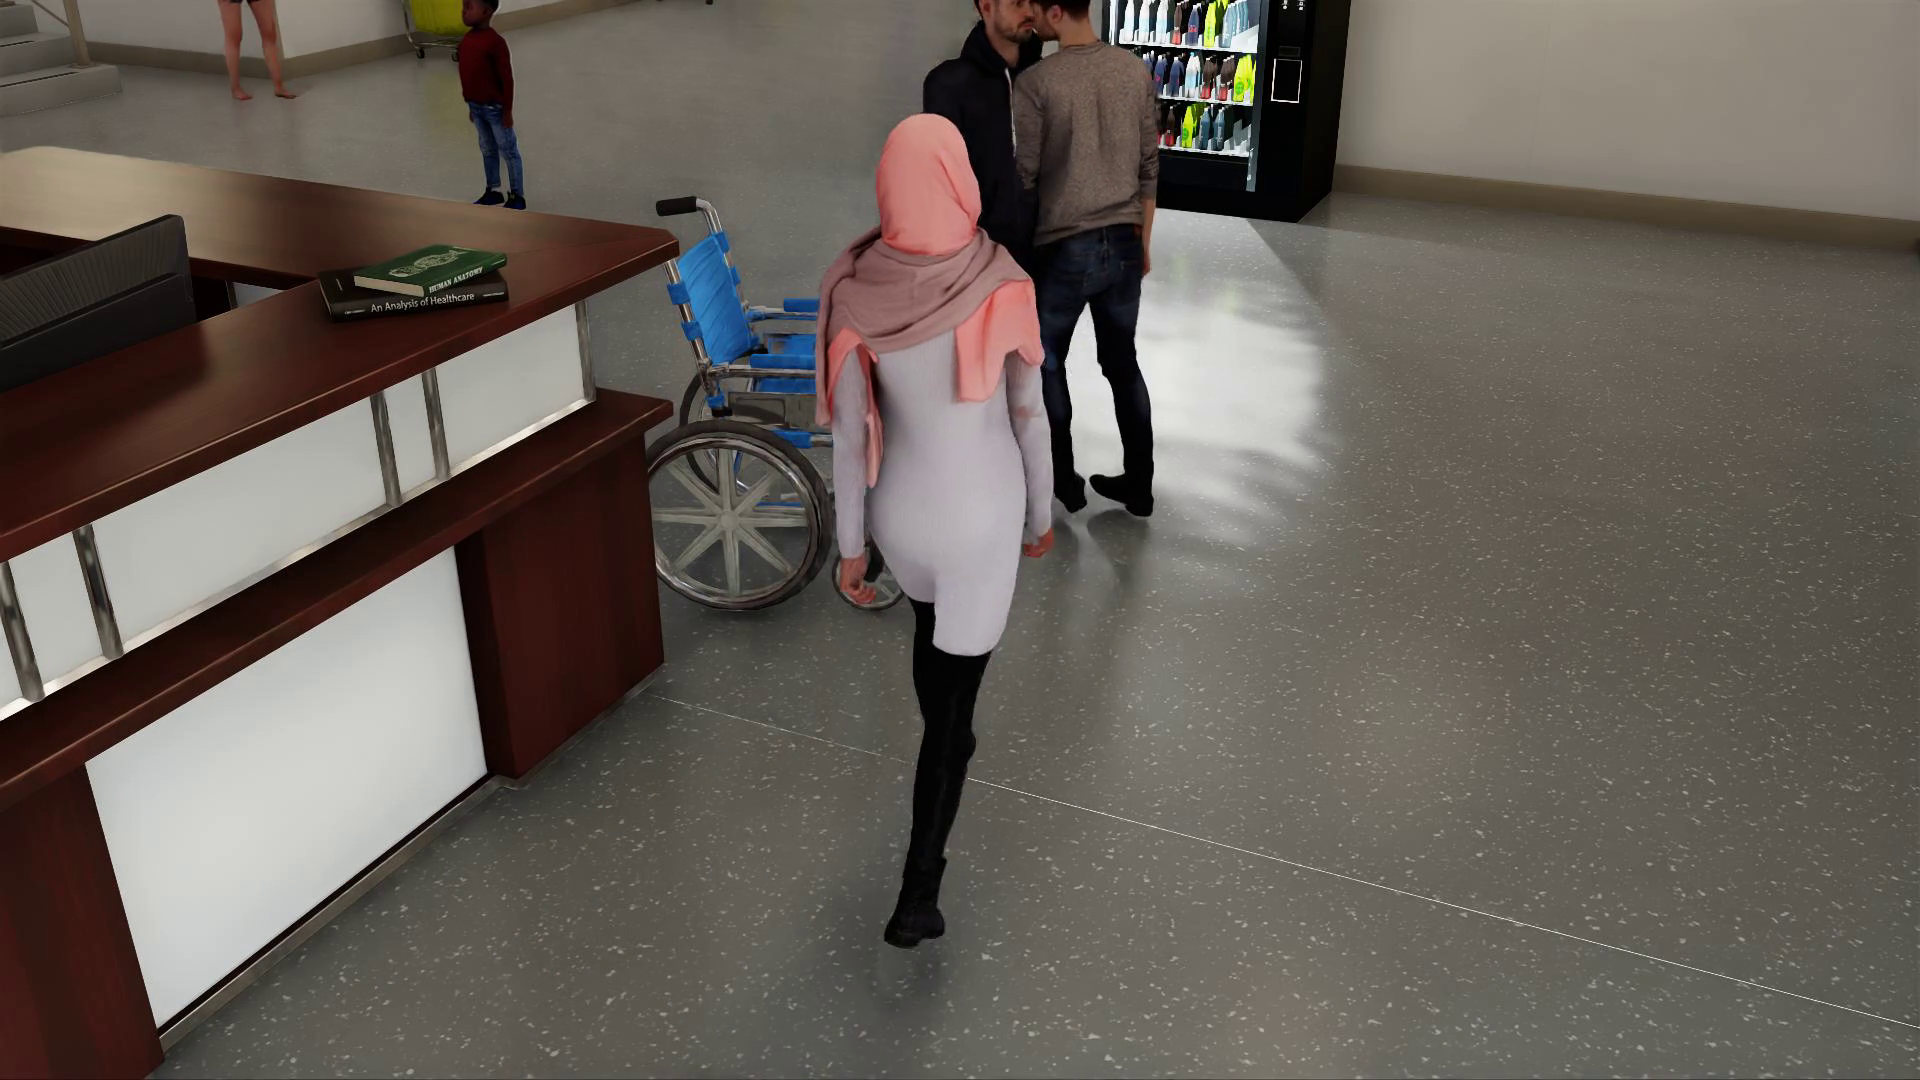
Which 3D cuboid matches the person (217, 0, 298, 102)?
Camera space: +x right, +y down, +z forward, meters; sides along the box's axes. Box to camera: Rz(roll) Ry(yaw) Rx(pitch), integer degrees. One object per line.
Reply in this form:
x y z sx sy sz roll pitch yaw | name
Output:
-5.345 -4.139 12.299 0.700 1.707 0.661 17 30 31 | person

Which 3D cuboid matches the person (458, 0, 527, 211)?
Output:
-2.641 -2.474 9.367 0.477 1.255 0.603 18 31 33 | person

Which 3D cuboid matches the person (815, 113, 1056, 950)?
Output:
-0.050 0.039 3.577 1.210 1.757 0.875 6 26 12 | person

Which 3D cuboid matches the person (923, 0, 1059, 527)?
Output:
0.051 -0.968 5.530 0.860 1.876 0.933 -20 32 -35 | person

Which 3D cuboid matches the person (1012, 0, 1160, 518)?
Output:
0.415 -0.903 5.405 0.793 1.866 0.850 -5 26 -10 | person
